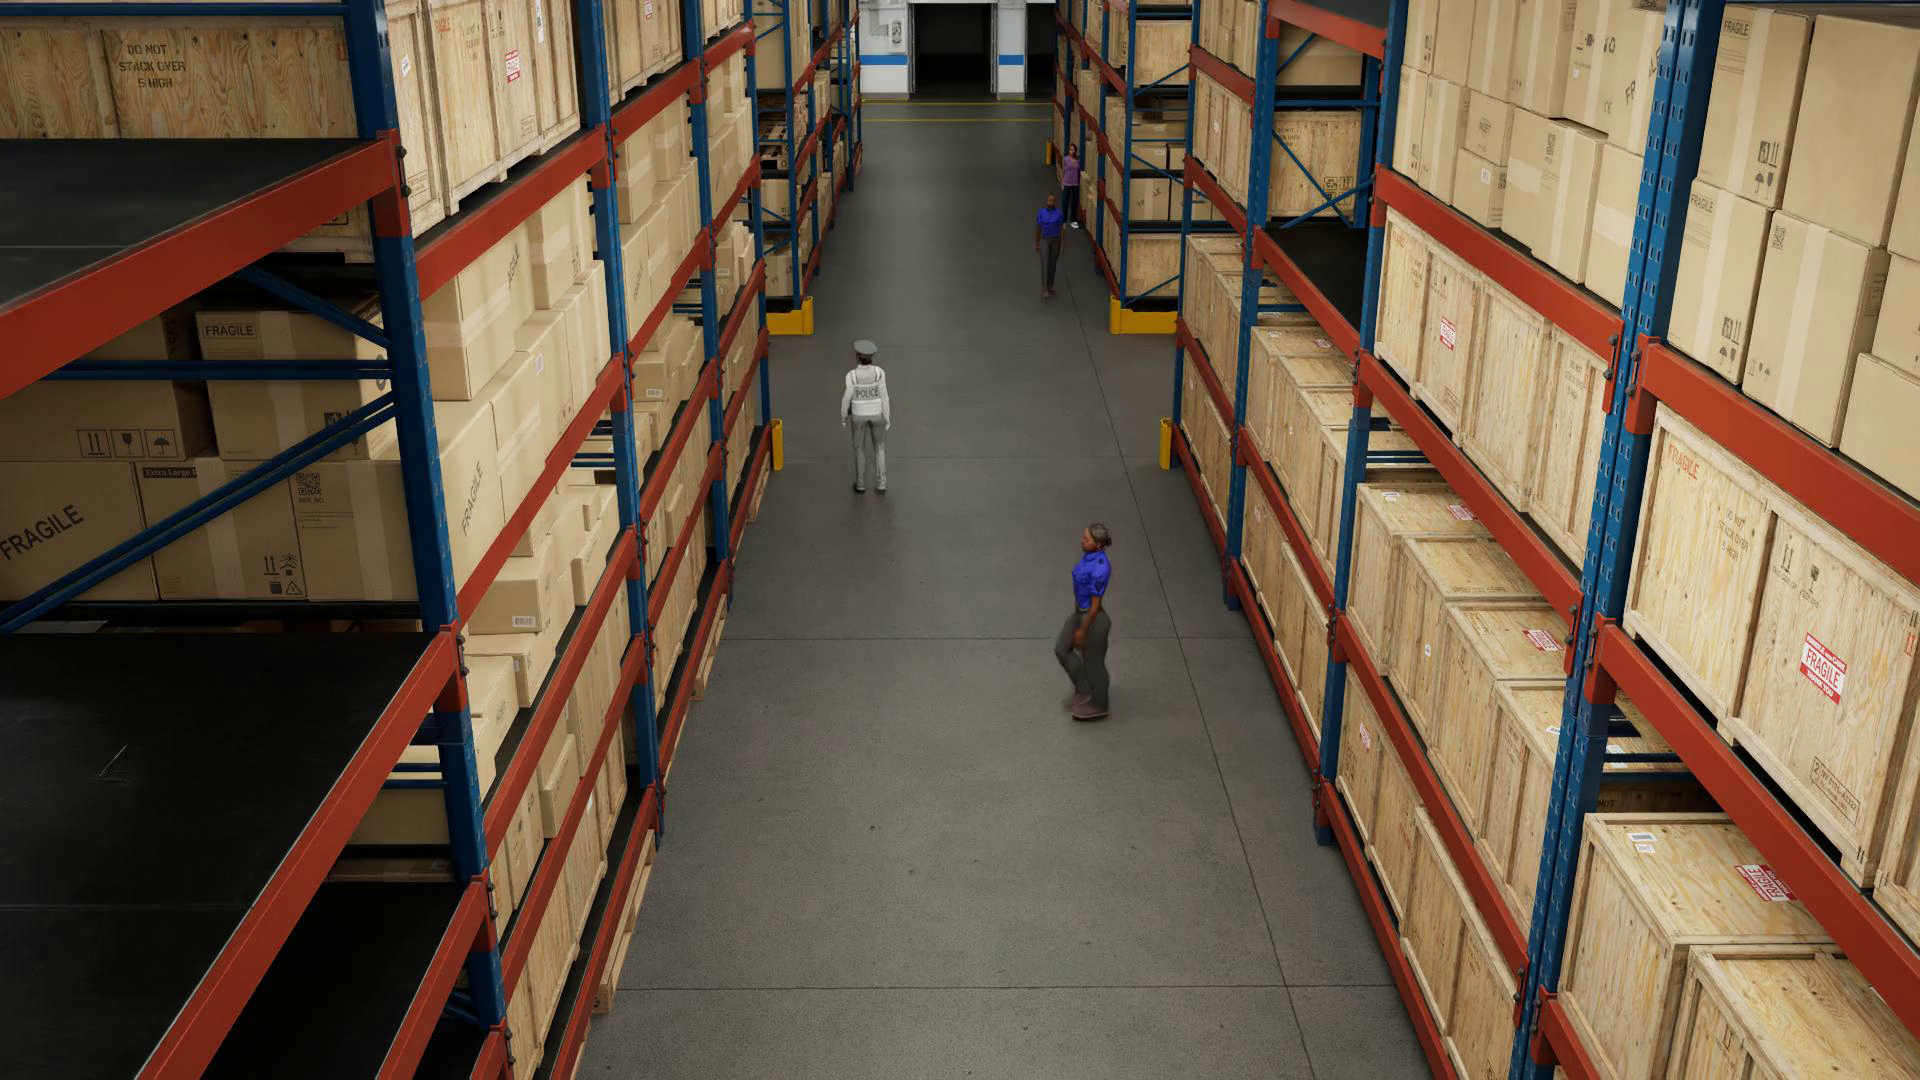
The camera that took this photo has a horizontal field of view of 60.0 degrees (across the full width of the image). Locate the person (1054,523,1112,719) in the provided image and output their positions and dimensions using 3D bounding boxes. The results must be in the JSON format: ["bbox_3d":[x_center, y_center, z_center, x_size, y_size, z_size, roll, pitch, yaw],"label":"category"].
[{"bbox_3d":[0.977,0.641,12.996,0.427,1.659,0.456,-3,22,-7],"label":"person"}]

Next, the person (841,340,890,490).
[{"bbox_3d":[-1.028,-1.333,17.945,0.524,1.709,0.447,-6,22,-15],"label":"person"}]

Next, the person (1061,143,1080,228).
[{"bbox_3d":[2.147,-6.835,32.073,0.410,1.602,0.327,-4,22,-10],"label":"person"}]

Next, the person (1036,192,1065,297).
[{"bbox_3d":[1.463,-4.731,26.664,0.460,1.648,0.764,-3,22,-7],"label":"person"}]
